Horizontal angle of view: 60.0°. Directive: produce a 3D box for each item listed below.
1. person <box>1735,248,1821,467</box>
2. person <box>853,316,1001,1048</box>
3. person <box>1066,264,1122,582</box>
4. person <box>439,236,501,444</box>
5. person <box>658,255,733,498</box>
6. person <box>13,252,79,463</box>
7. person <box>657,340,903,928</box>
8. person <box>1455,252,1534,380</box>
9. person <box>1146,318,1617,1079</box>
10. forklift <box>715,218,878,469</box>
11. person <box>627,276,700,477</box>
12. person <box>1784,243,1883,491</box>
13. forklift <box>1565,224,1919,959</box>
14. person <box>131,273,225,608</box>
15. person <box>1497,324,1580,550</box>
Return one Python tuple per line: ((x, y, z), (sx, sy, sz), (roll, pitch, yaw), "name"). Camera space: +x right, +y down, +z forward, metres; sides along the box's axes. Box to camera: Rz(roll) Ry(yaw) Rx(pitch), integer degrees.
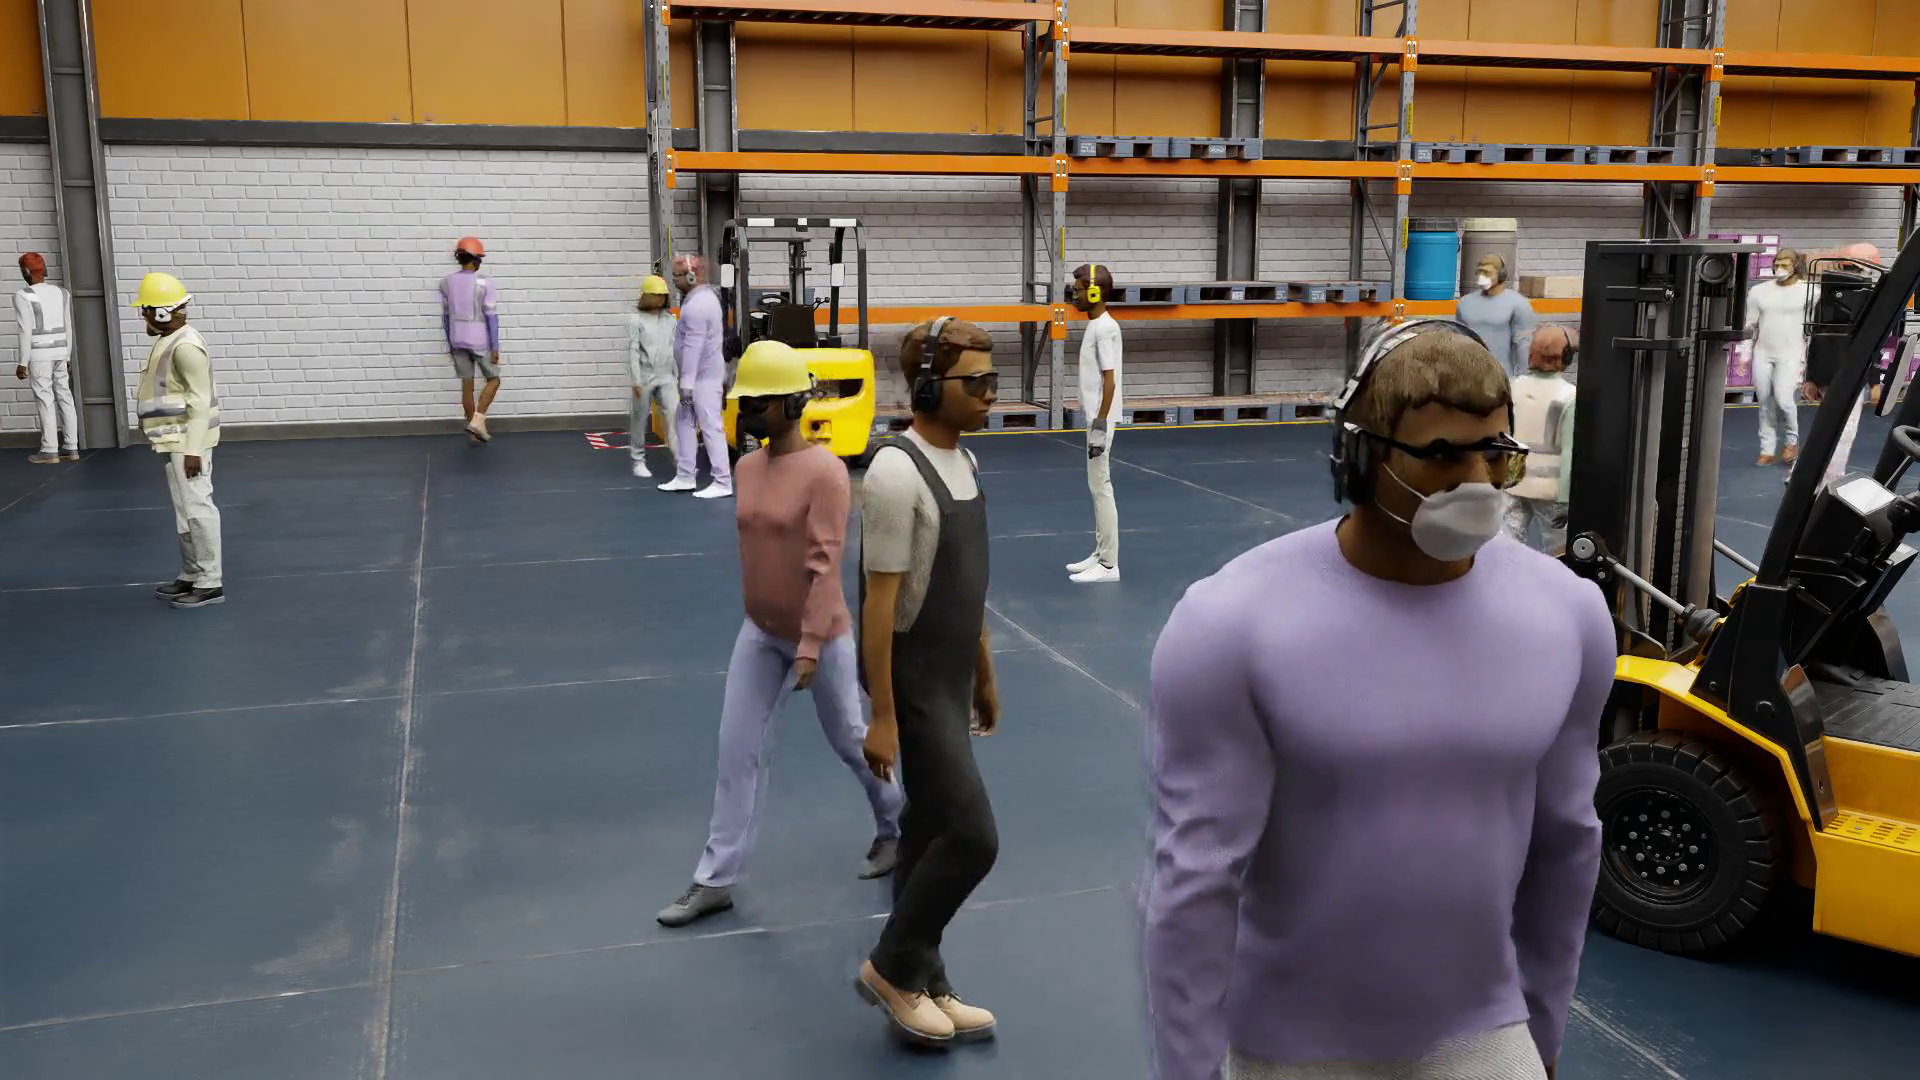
((7.168, -1.588, 14.606), (0.432, 1.924, 0.633), (-9, 14, -41), "person")
((-0.045, 0.374, 4.092), (0.405, 1.832, 0.548), (4, 11, 19), "person")
((0.797, -0.681, 9.790), (0.311, 1.865, 0.532), (0, 10, 2), "person")
((-4.740, -1.928, 16.166), (0.636, 2.031, 0.490), (3, 11, 14), "person")
((-2.115, -1.252, 12.859), (0.727, 1.880, 0.670), (0, 10, -3), "person")
((-8.219, -1.631, 14.936), (0.355, 1.887, 0.574), (3, 11, 16), "person")
((-0.496, 0.256, 5.035), (0.523, 1.726, 0.898), (9, 14, 40), "person")
((4.012, -1.199, 12.500), (0.779, 1.918, 0.633), (-9, 13, -40), "person")
((0.551, 0.684, 2.143), (0.645, 1.915, 0.661), (-1, 10, -5), "person")
((-1.522, -1.778, 14.899), (1.214, 2.155, 2.313), (-3, 11, -17), "forklift")
((-2.508, -1.336, 13.827), (0.503, 1.689, 0.883), (-9, 13, -39), "person")
((6.487, -1.173, 12.184), (0.456, 1.980, 0.632), (-1, 10, -6), "person")
((2.909, 0.117, 4.508), (2.313, 2.155, 1.214), (9, 14, 40), "forklift")
((-4.283, -0.543, 9.133), (0.404, 1.828, 0.592), (-7, 13, -35), "person")
((2.732, -0.229, 7.989), (0.730, 1.615, 0.520), (-6, 12, -31), "person")
